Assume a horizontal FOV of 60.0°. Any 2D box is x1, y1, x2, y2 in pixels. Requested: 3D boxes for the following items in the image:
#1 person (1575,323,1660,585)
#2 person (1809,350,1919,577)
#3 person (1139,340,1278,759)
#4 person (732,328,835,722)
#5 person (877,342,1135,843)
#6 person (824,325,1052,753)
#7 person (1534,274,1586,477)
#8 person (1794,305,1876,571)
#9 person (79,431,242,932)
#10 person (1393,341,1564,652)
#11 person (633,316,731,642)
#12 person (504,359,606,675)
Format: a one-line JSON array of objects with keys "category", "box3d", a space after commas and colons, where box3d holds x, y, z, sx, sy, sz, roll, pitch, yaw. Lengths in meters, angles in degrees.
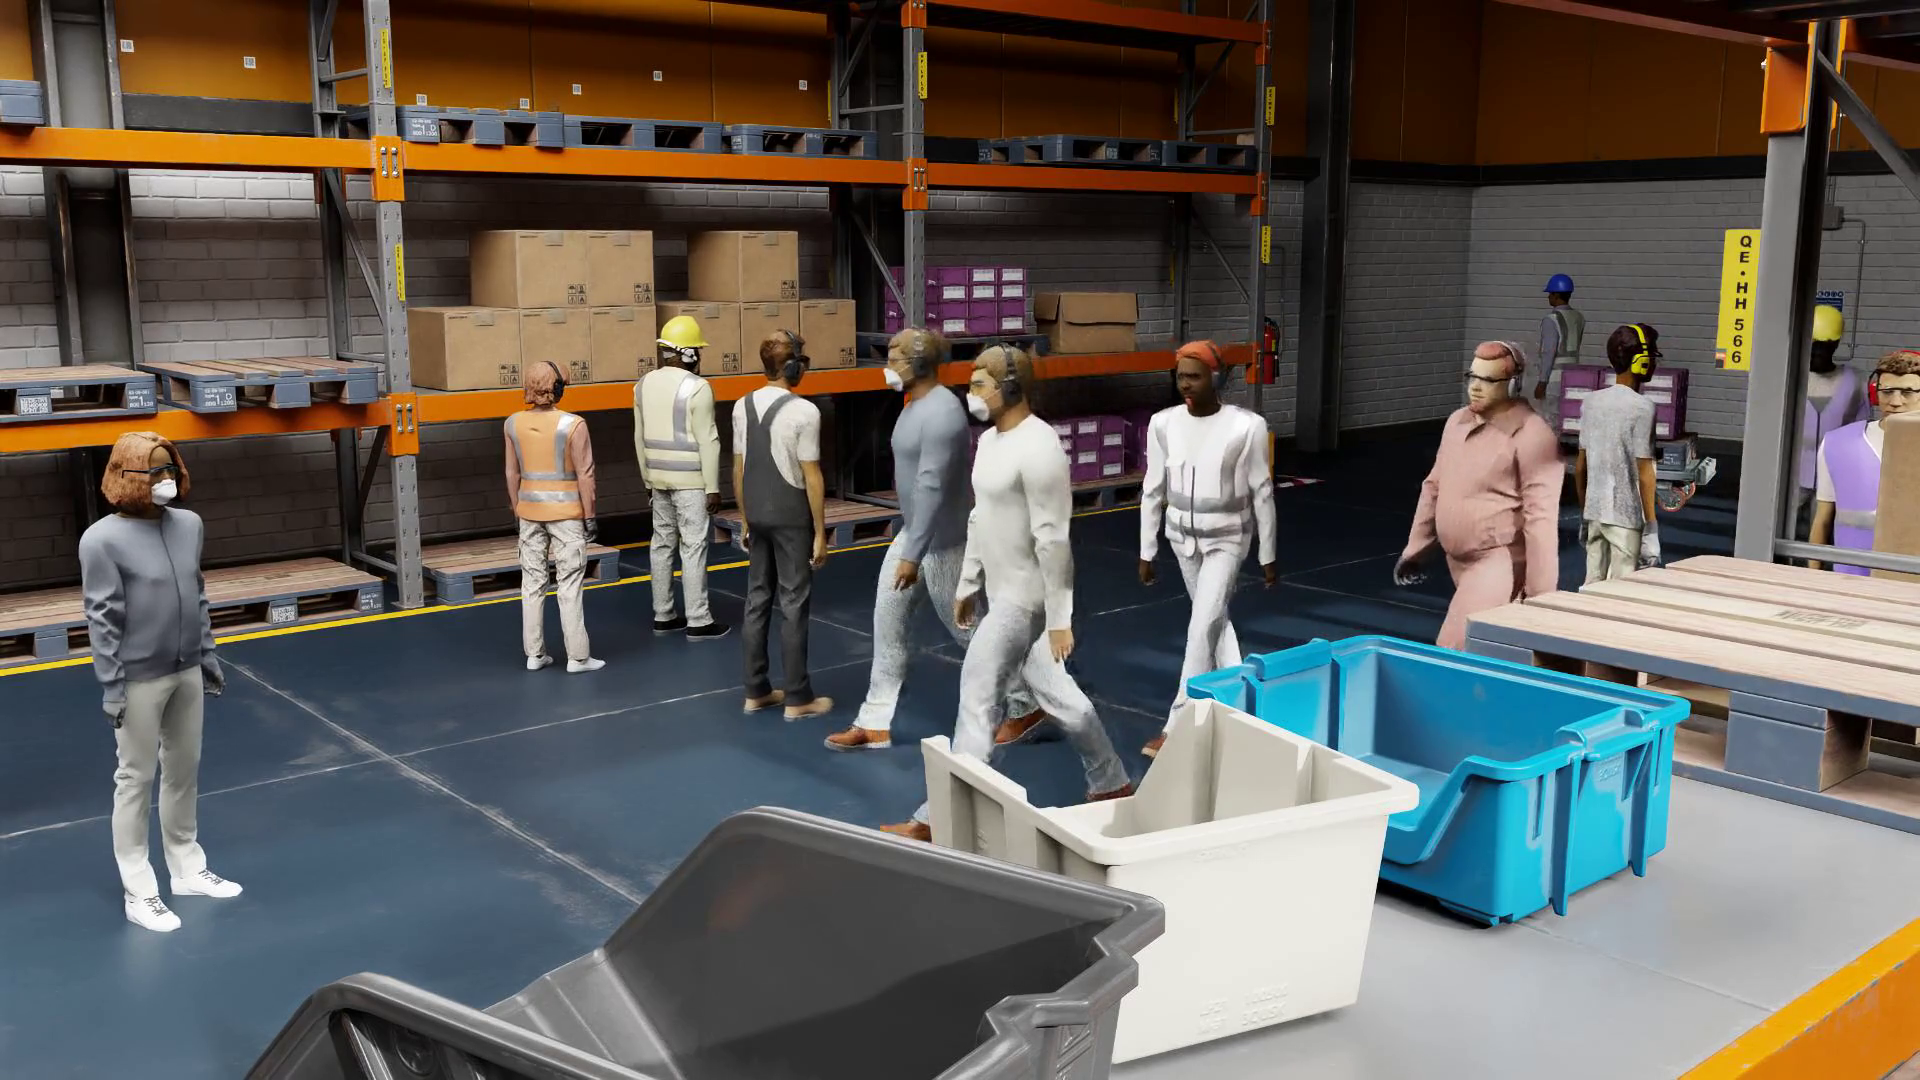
[{"category": "person", "box3d": [3.075, -0.070, 7.754, 0.329, 1.874, 0.518, -3, 11, -17]}, {"category": "person", "box3d": [3.575, 0.189, 6.411, 0.566, 1.836, 0.378, 7, 12, 32]}, {"category": "person", "box3d": [1.095, 0.022, 7.389, 0.587, 1.822, 1.041, 8, 13, 37]}, {"category": "person", "box3d": [-0.838, -0.066, 7.812, 0.514, 1.843, 0.327, 7, 12, 34]}, {"category": "person", "box3d": [0.227, 0.209, 6.183, 1.059, 1.885, 0.650, -2, 10, -14]}, {"category": "person", "box3d": [-0.064, 0.008, 7.294, 0.999, 1.898, 0.635, -3, 11, -19]}, {"category": "person", "box3d": [5.664, -1.542, 15.784, 0.605, 1.948, 0.391, -9, 14, -42]}, {"category": "person", "box3d": [4.694, -0.341, 9.188, 0.585, 1.911, 0.506, 3, 11, 19]}, {"category": "person", "box3d": [-2.642, 0.452, 5.497, 0.279, 1.633, 0.505, 3, 11, 16]}, {"category": "person", "box3d": [2.194, 0.094, 6.922, 1.047, 1.850, 0.643, -2, 10, -11]}, {"category": "person", "box3d": [-1.564, -0.345, 9.405, 0.595, 1.831, 0.403, 8, 13, 37]}, {"category": "person", "box3d": [-2.113, -0.110, 8.629, 0.513, 1.641, 0.307, 3, 11, 18]}]
